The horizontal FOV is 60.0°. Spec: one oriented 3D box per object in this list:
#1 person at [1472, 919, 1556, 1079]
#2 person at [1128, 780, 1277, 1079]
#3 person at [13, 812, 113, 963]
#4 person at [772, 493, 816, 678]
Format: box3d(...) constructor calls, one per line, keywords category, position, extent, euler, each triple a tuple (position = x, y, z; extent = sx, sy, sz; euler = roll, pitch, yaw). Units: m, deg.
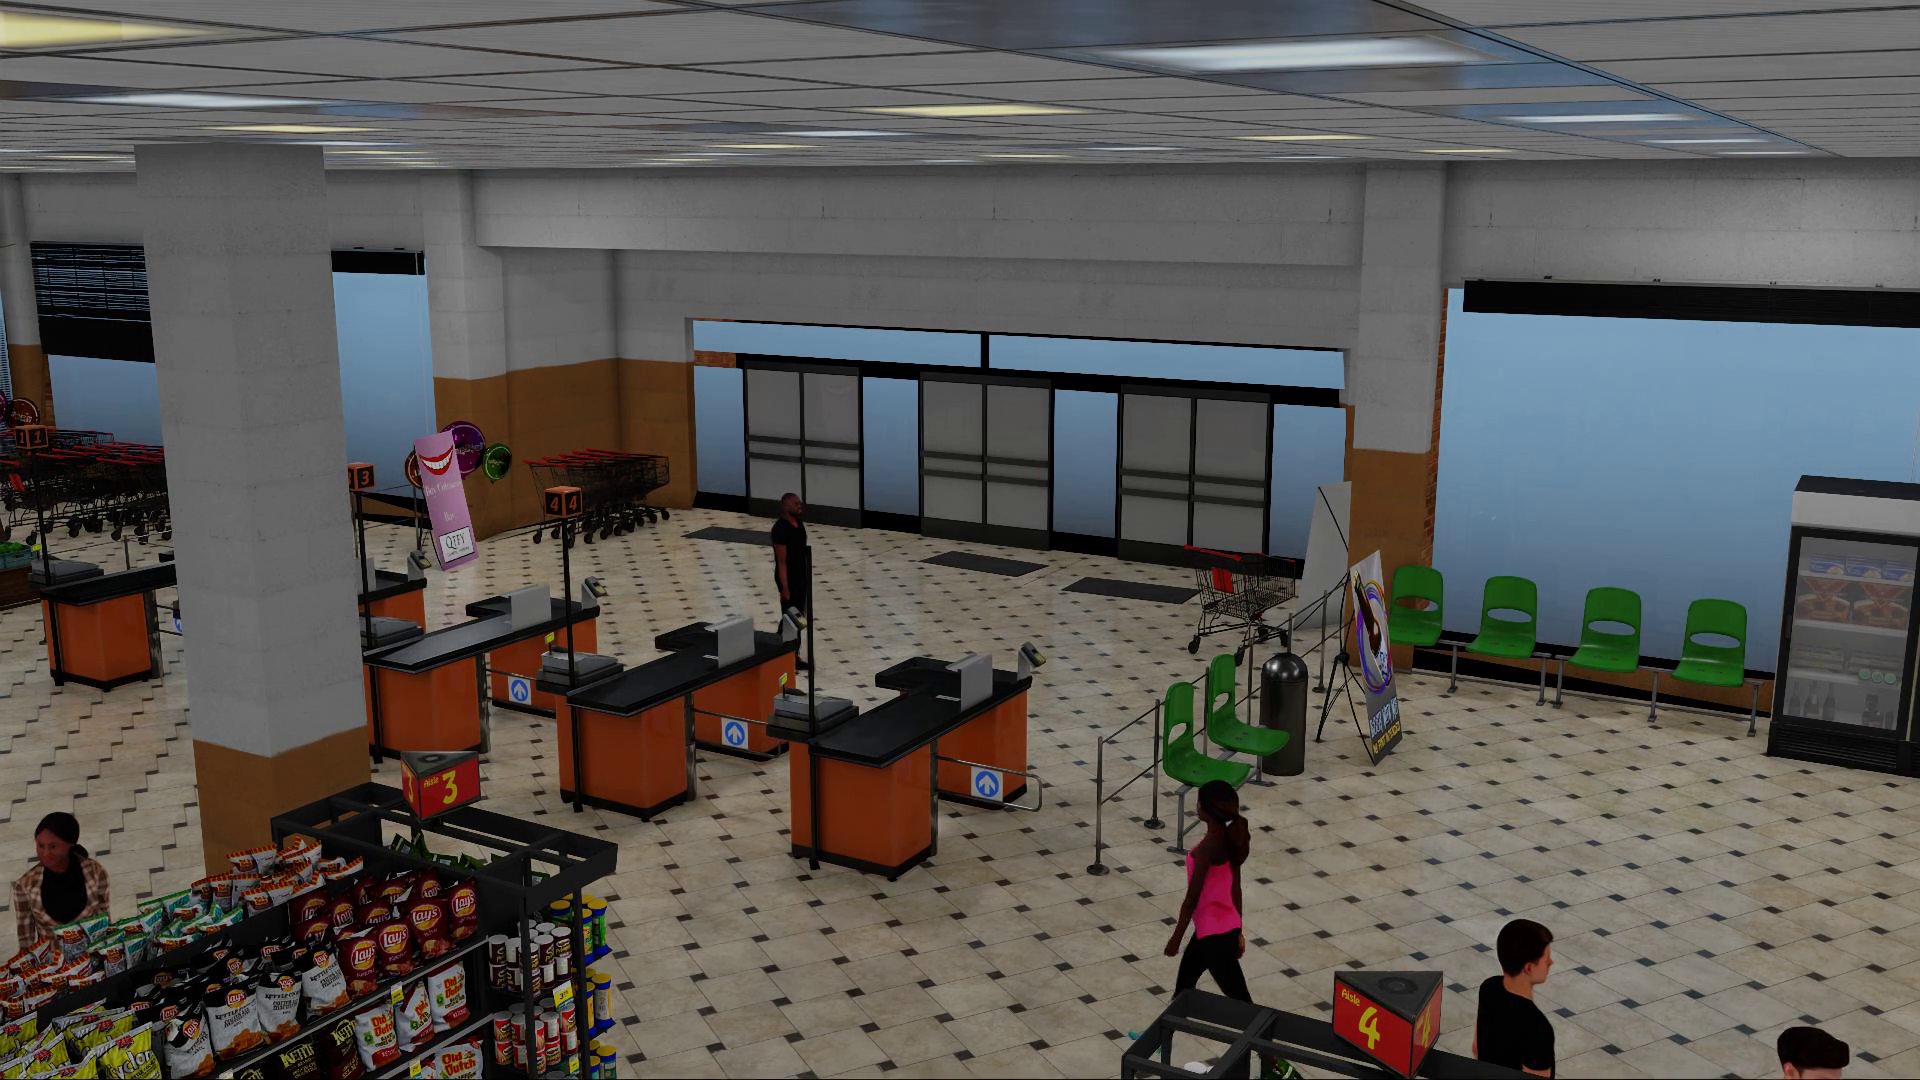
box3d(category="person", position=(2.266, 2.433, 6.878), extent=(0.827, 1.862, 0.746), euler=(-2, 12, -10))
box3d(category="person", position=(1.432, 2.139, 8.748), extent=(0.597, 1.665, 1.091), euler=(7, 14, 30))
box3d(category="person", position=(-4.392, 2.186, 8.221), extent=(0.630, 1.792, 0.729), euler=(-7, 14, -30))
box3d(category="person", position=(-1.690, 0.421, 16.531), extent=(0.762, 1.822, 0.568), euler=(5, 13, 21))
